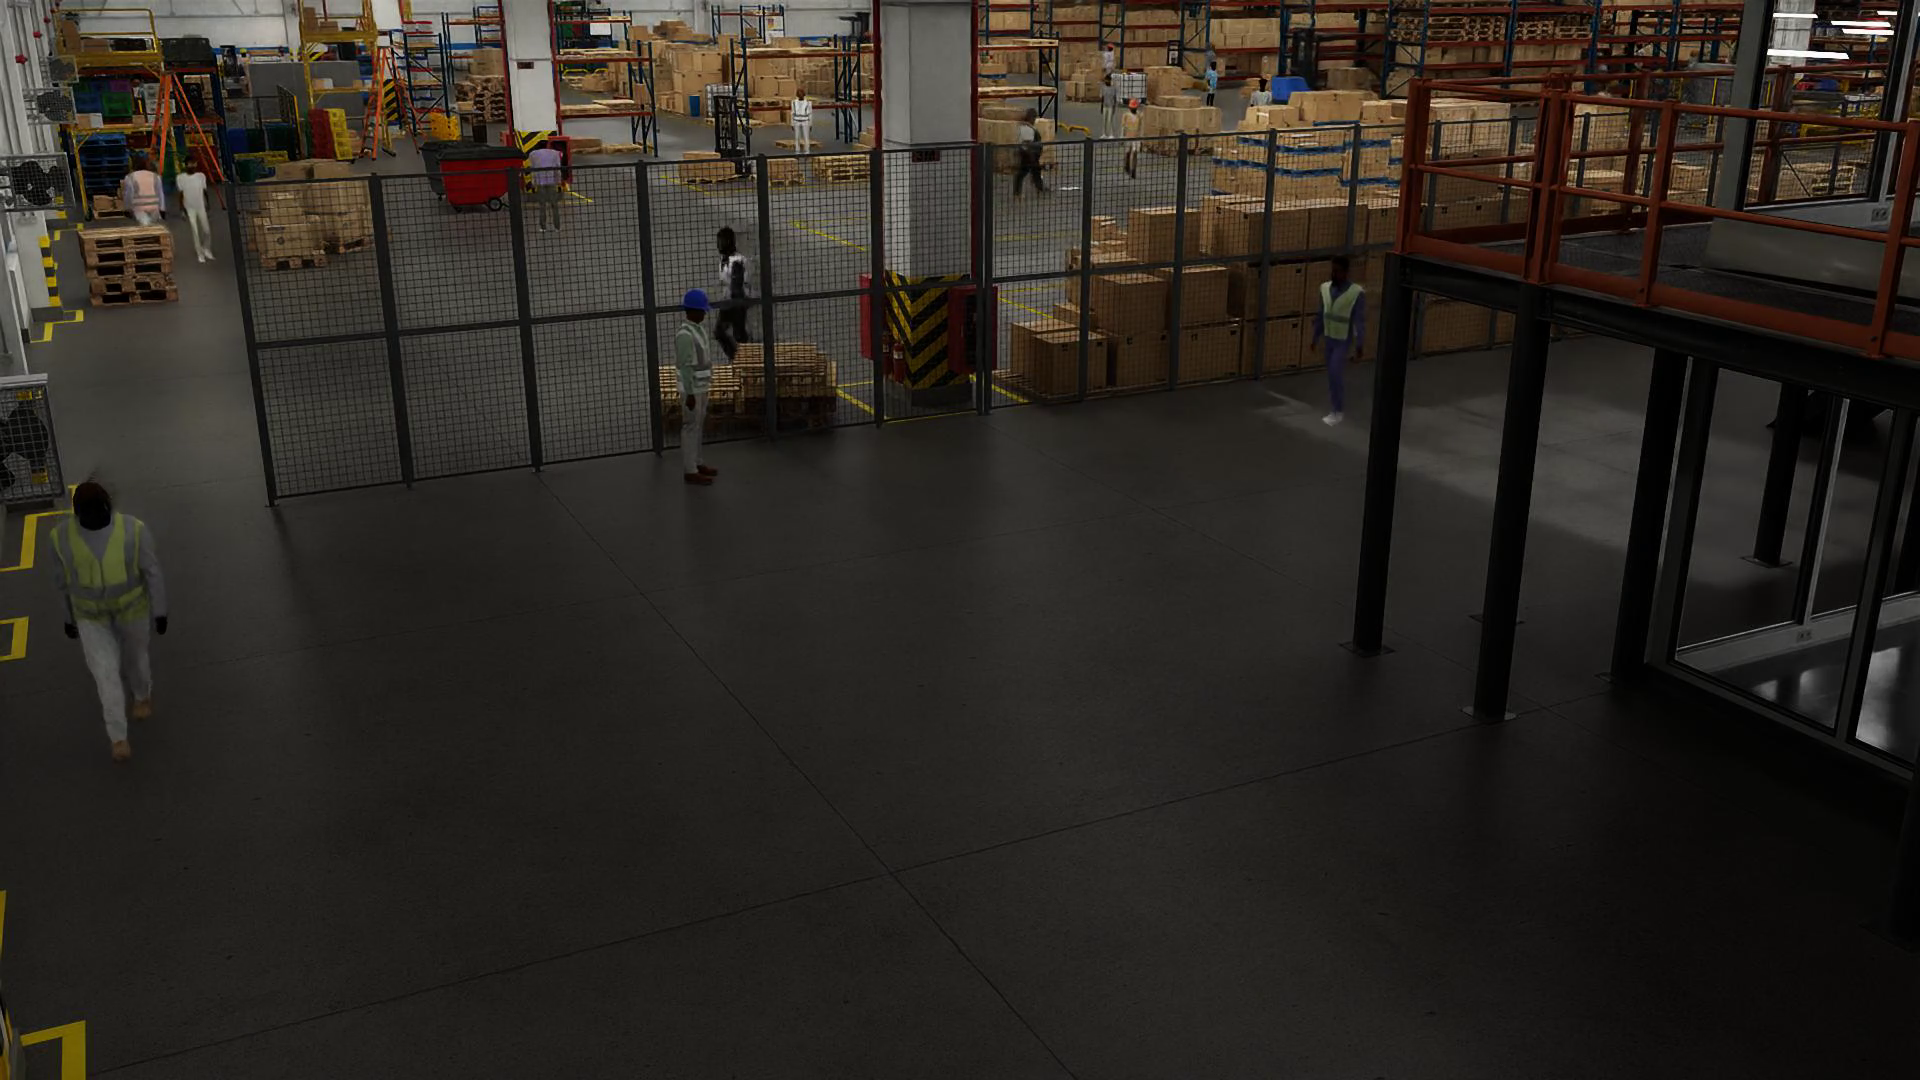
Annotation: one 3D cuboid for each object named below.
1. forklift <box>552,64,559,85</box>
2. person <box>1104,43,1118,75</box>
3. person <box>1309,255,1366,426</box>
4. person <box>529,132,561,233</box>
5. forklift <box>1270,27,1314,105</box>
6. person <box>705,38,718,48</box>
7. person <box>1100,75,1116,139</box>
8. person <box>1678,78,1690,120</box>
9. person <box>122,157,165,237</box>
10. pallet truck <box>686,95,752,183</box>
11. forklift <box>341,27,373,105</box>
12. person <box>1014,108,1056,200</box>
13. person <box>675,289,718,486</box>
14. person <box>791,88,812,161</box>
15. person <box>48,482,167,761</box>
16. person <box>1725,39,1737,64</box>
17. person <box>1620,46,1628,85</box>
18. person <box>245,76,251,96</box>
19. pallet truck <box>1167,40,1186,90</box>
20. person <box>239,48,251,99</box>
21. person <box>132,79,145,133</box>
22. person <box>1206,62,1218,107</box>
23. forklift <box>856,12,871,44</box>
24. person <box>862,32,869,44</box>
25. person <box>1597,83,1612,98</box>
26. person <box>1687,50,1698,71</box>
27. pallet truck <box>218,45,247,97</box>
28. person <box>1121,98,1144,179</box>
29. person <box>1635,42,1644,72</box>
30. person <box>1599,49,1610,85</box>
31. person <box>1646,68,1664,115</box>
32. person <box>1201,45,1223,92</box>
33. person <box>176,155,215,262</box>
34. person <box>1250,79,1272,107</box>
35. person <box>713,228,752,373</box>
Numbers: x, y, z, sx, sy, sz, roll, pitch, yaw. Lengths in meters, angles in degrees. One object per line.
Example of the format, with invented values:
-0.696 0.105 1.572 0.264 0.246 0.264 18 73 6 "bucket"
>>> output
-18.293 -20.873 71.177 1.129 2.768 1.873 14 23 35 "forklift"
6.293 -19.765 69.443 0.571 1.902 0.551 10 21 26 "person"
4.184 -2.233 18.612 0.565 1.898 0.615 -13 23 -33 "person"
-7.997 -6.908 32.158 0.582 1.919 0.395 -7 20 -19 "person"
12.382 -17.212 60.564 1.873 2.768 1.129 -9 21 -25 "forklift"
-10.974 -21.196 73.570 0.668 1.917 0.490 -12 22 -30 "person"
4.430 -12.944 49.739 0.530 1.857 0.324 14 23 35 "person"
24.370 -14.955 55.930 0.462 1.608 0.543 -1 19 -3 "person"
-14.253 -5.770 29.034 0.993 1.784 0.628 17 25 40 "person"
-5.836 -9.608 39.856 0.823 1.965 1.885 10 22 27 "pallet truck"
-22.274 -17.347 60.957 1.873 2.768 1.129 -9 21 -25 "forklift"
1.646 -8.513 36.615 1.000 2.000 0.697 4 19 12 "person"
-2.620 -1.523 16.499 0.403 1.943 0.607 1 19 4 "person"
-4.206 -11.026 44.140 0.574 1.882 0.356 2 19 7 "person"
-5.582 0.462 10.976 0.641 1.798 0.950 -9 21 -24 "person"
37.500 -23.616 80.775 0.954 1.793 0.646 -8 20 -21 "person"
28.589 -20.358 71.491 0.547 1.680 0.378 -10 21 -26 "person"
-24.457 -15.570 57.662 0.542 1.651 0.880 -4 19 -11 "person"
9.045 -19.971 69.895 0.823 1.965 1.885 -3 19 -8 "pallet truck"
-27.866 -18.250 65.032 0.402 1.917 0.590 -5 20 -15 "person"
-25.373 -13.403 51.413 0.519 1.633 0.312 5 20 15 "person"
9.062 -16.300 59.708 0.316 1.695 0.541 16 25 39 "person"
-4.662 -24.159 80.703 1.873 2.768 1.129 -9 21 -25 "forklift"
-4.484 -23.148 79.131 0.461 1.978 0.620 -1 19 -2 "person"
19.242 -12.809 49.683 0.545 1.620 0.457 -7 20 -21 "person"
30.745 -19.744 69.806 0.510 1.616 0.585 -5 20 -15 "person"
-28.879 -18.665 66.111 0.823 1.965 1.885 -3 19 -9 "pallet truck"
4.206 -9.792 40.516 0.544 1.920 0.584 1 19 2 "person"
28.103 -19.677 68.977 0.392 2.038 0.611 9 21 25 "person"
26.824 -19.597 69.293 0.424 1.680 0.533 -13 23 -34 "person"
22.931 -14.671 54.894 0.579 1.750 0.535 -12 22 -31 "person"
10.417 -19.449 68.567 1.061 1.868 0.666 -5 20 -13 "person"
-13.270 -5.736 28.863 0.511 1.850 0.504 -11 22 -30 "person"
8.455 -11.977 46.782 0.602 1.958 0.369 -1 19 -3 "person"
-2.831 -2.905 20.569 0.513 1.902 0.590 -10 21 -27 "person"
